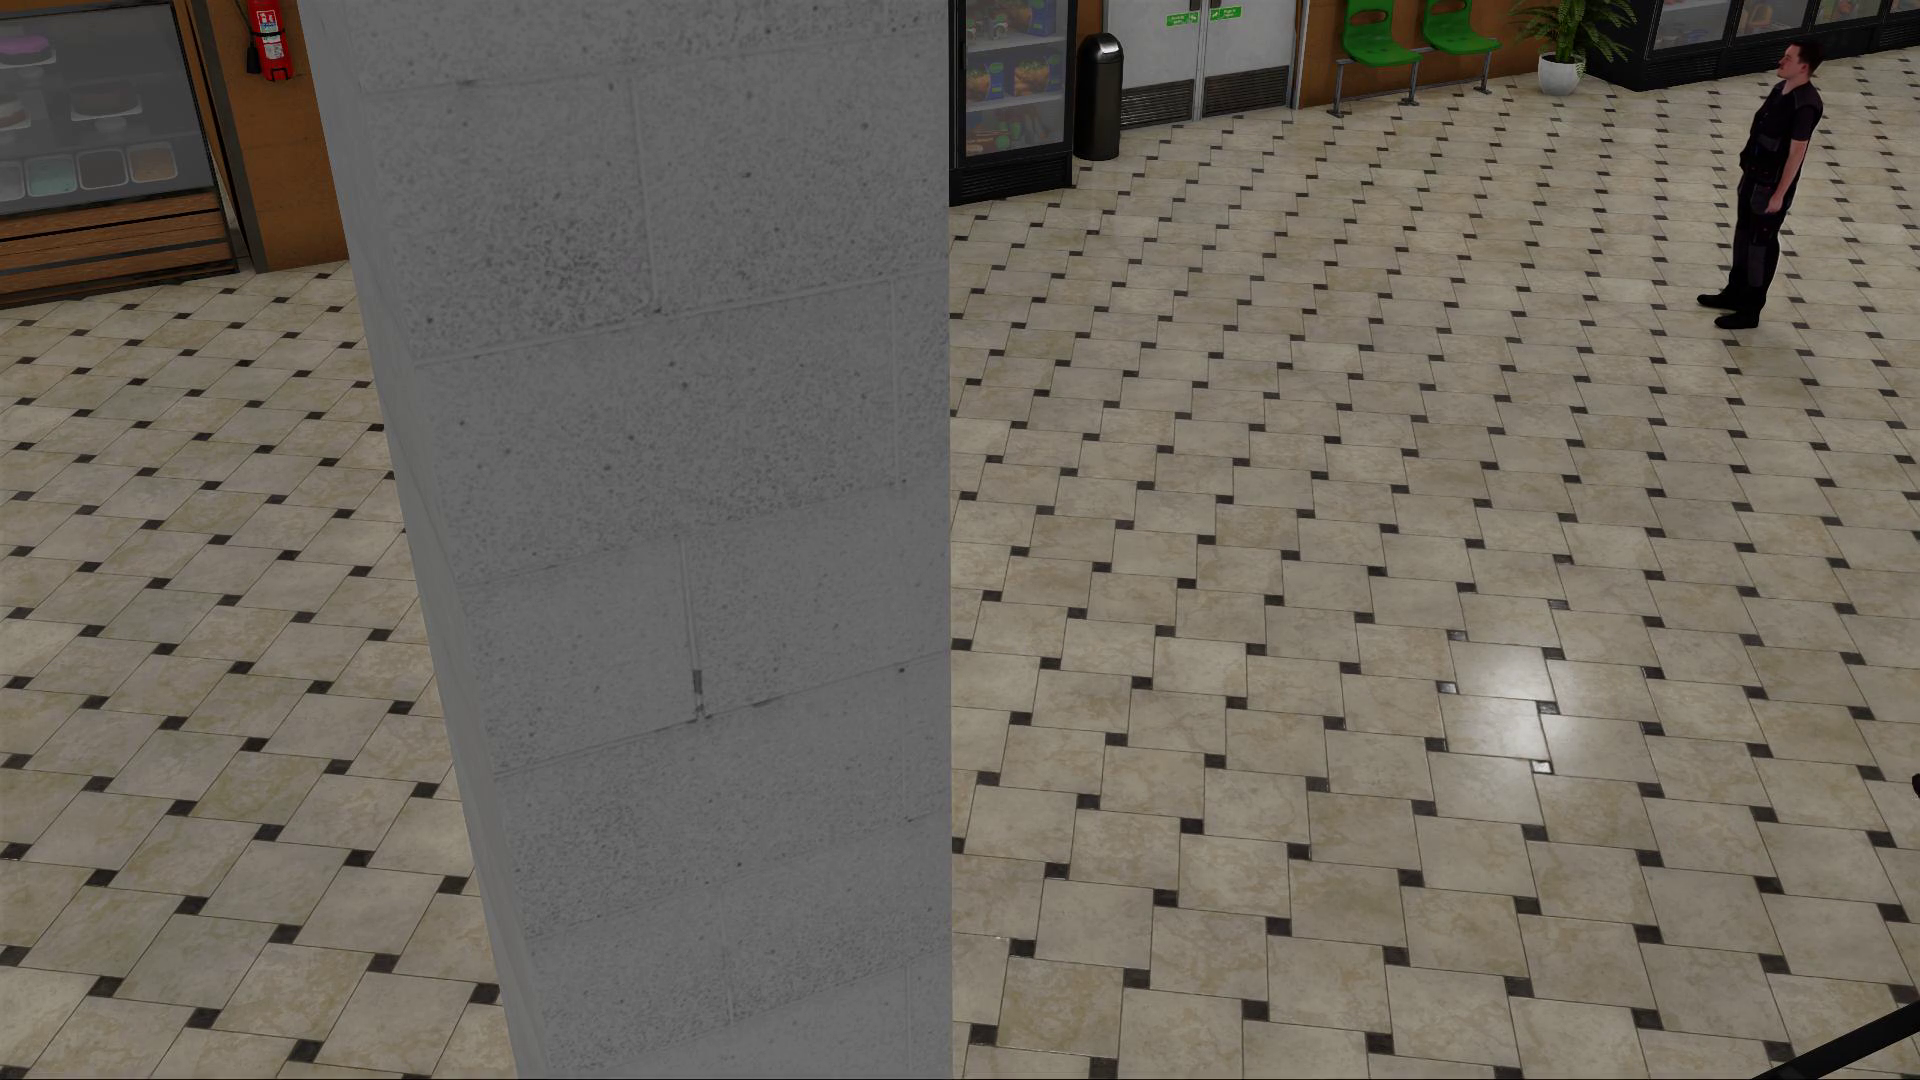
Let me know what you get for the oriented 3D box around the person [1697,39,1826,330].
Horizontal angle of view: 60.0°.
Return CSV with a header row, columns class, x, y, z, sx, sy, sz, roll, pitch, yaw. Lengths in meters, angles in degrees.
class,x,y,z,sx,sy,sz,roll,pitch,yaw
person,5.166,-2.275,10.623,0.871,1.846,0.728,2,32,3
